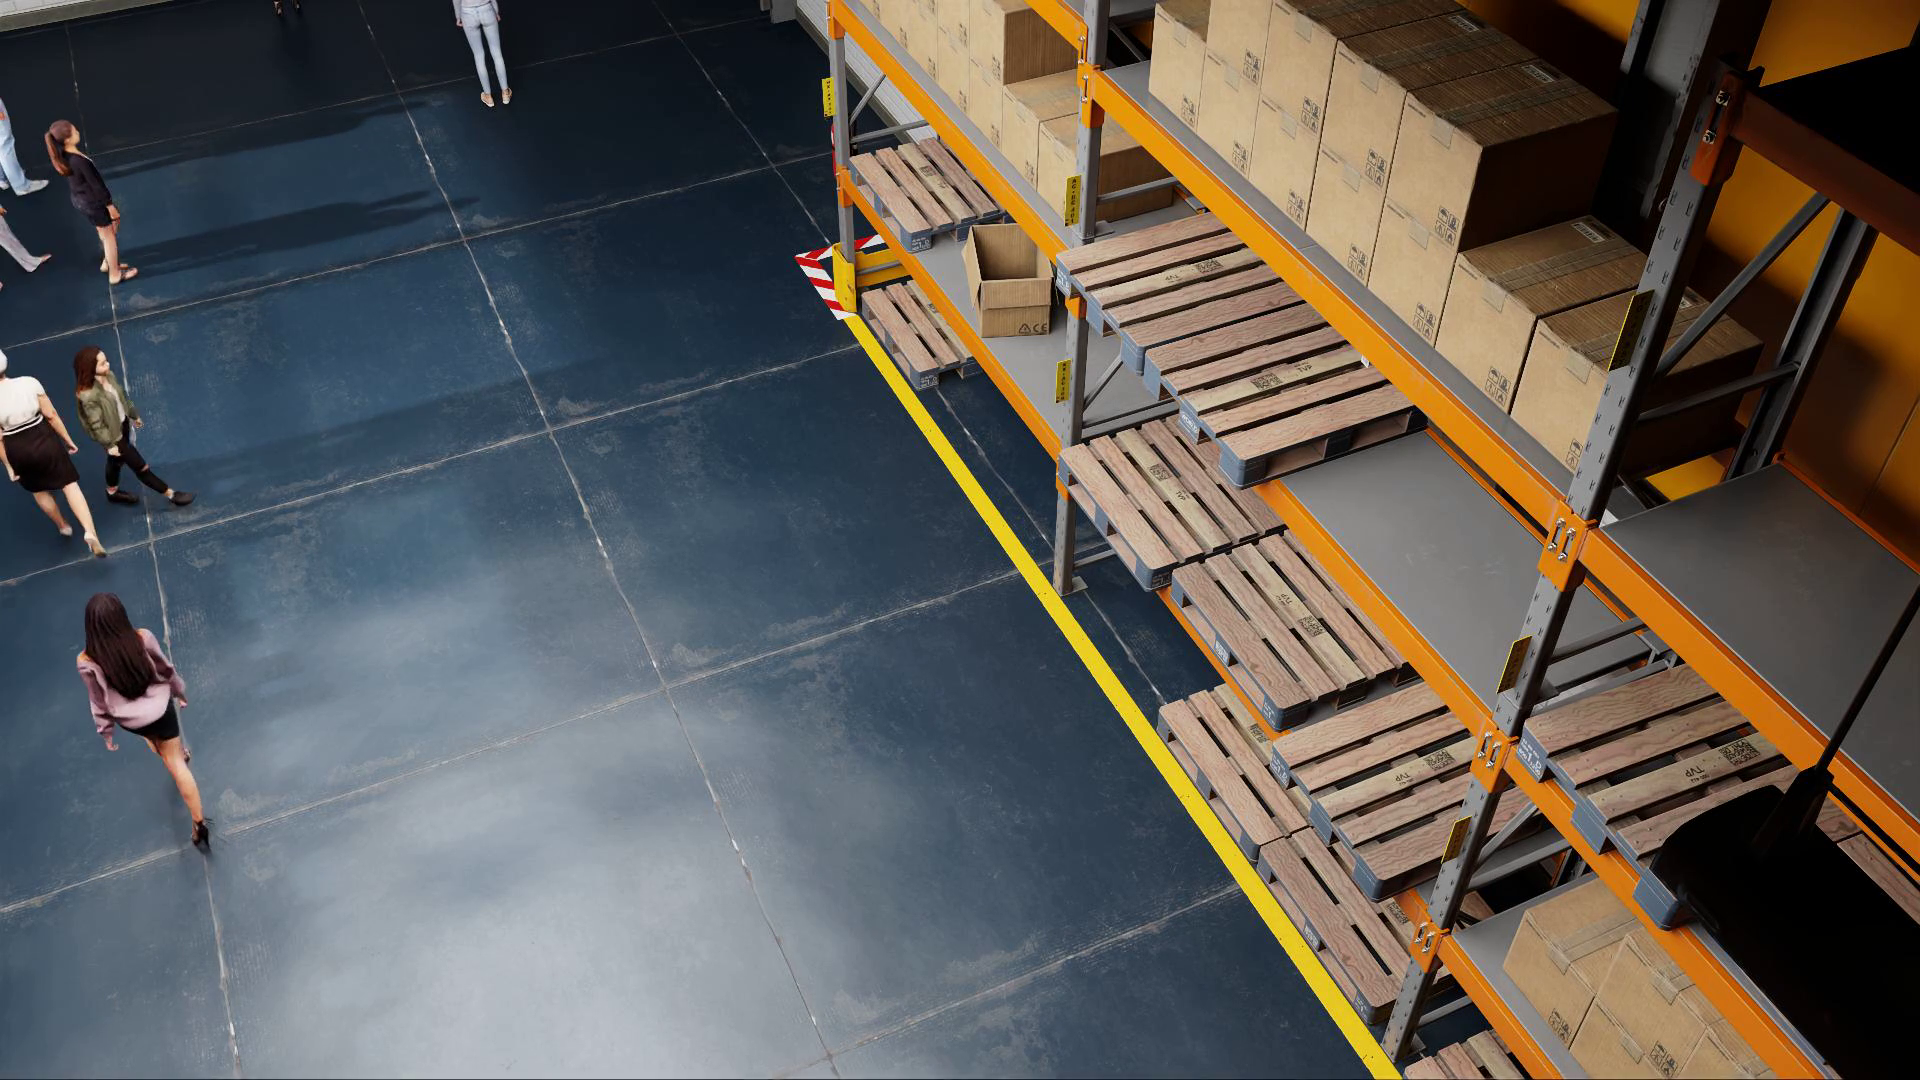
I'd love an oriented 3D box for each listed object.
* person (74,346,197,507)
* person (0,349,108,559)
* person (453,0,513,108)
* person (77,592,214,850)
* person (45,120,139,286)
[{"bbox_3d":[-6.217,-0.774,12.067,0.895,1.434,0.980,1,44,1],"label":"person"},{"bbox_3d":[-6.426,-0.545,11.614,0.783,1.727,1.045,-29,51,-27],"label":"person"},{"bbox_3d":[-4.744,-5.147,16.395,0.598,1.796,0.520,-15,46,-15],"label":"person"},{"bbox_3d":[-4.785,1.124,9.846,0.748,1.749,1.128,-26,49,-25],"label":"person"},{"bbox_3d":[-7.458,-2.847,14.163,0.643,1.544,0.719,28,50,27],"label":"person"}]
